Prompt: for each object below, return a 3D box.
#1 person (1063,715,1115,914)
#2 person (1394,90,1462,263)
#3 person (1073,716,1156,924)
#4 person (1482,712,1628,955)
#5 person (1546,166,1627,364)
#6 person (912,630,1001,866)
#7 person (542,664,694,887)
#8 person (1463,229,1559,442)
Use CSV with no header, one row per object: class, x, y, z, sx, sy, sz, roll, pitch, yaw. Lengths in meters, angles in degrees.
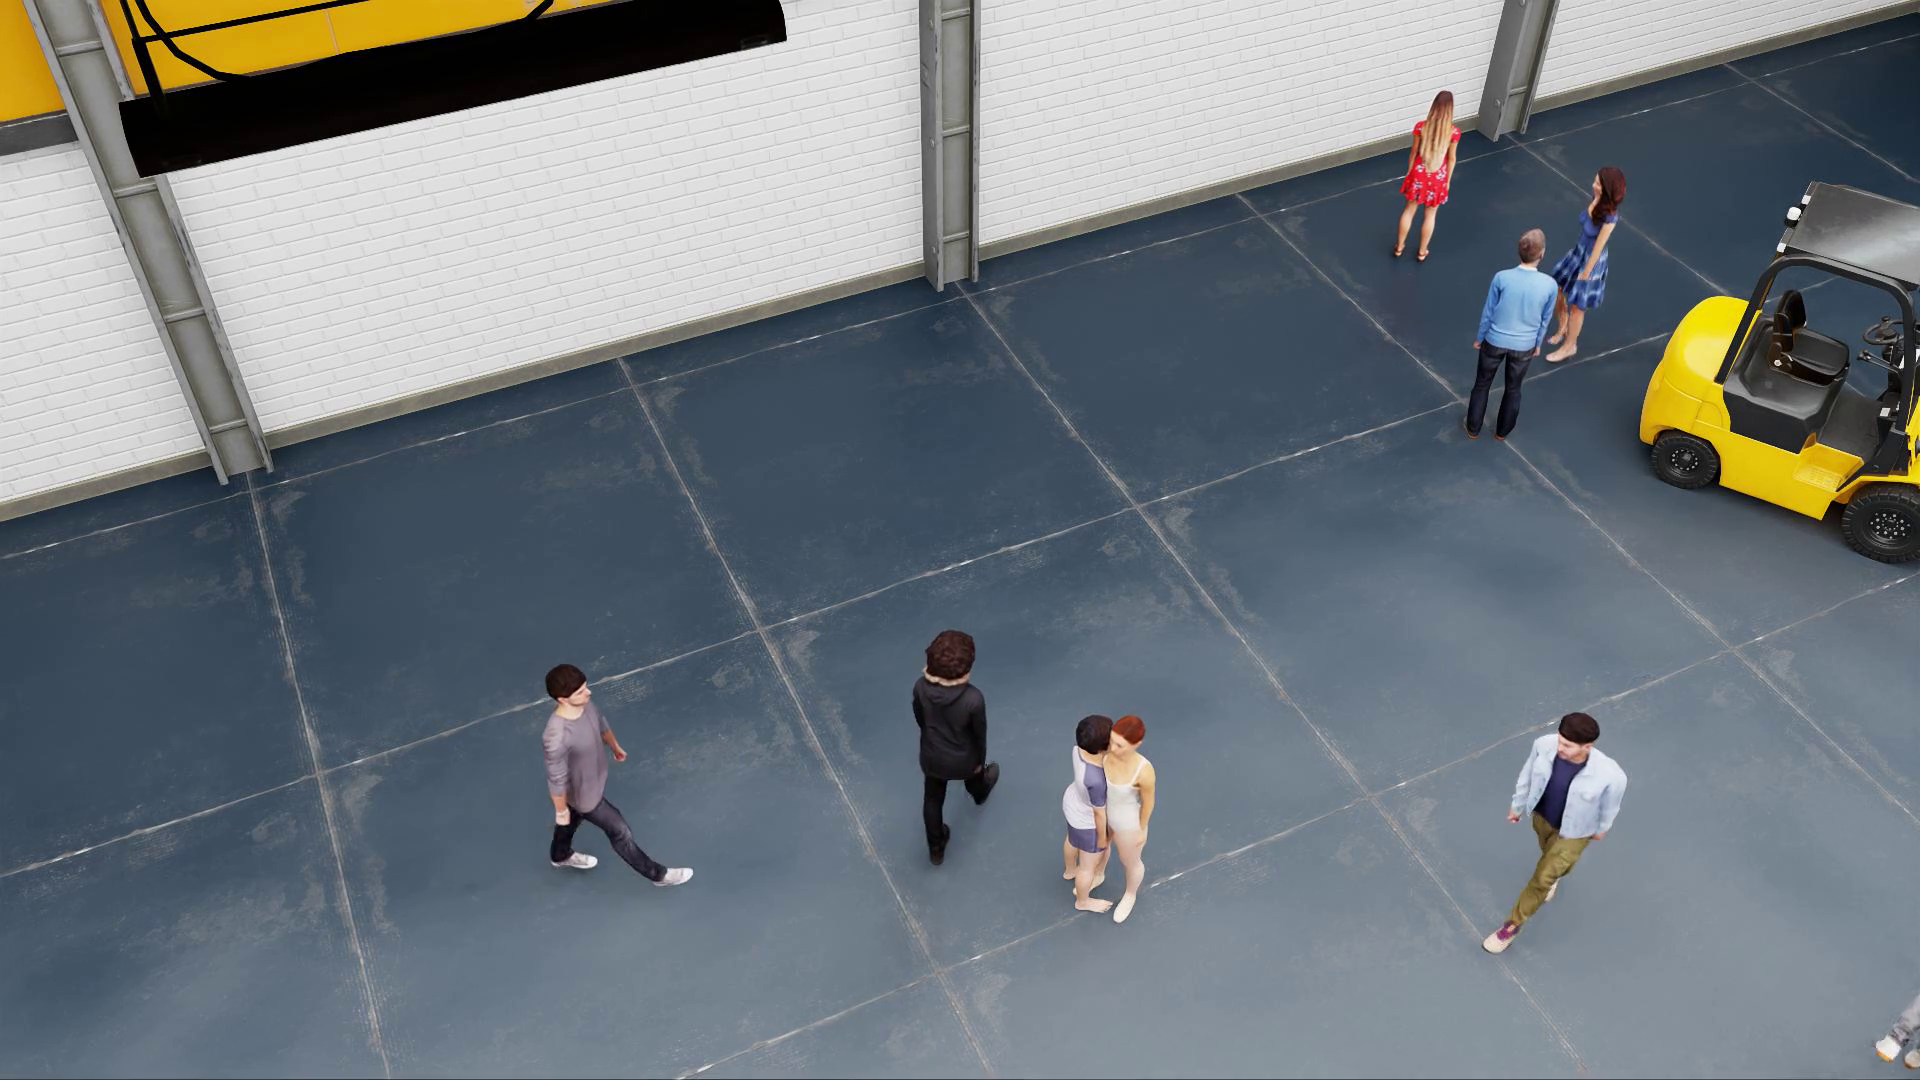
person,0.739,1.533,9.483,0.579,1.566,0.609,-9,44,-9
person,4.041,-3.135,14.364,0.666,1.591,0.712,20,47,19
person,0.903,1.554,9.405,0.609,1.643,0.597,30,51,28
person,3.440,1.538,9.339,1.183,1.758,0.874,-34,53,-31
person,5.032,-2.152,13.183,0.802,1.798,0.779,-1,44,-1
person,-0.076,1.262,9.640,1.023,1.742,1.070,13,45,13
person,-2.224,1.363,9.487,1.253,1.807,1.052,3,44,3
person,4.138,-1.518,12.507,0.715,1.813,0.798,10,44,10
